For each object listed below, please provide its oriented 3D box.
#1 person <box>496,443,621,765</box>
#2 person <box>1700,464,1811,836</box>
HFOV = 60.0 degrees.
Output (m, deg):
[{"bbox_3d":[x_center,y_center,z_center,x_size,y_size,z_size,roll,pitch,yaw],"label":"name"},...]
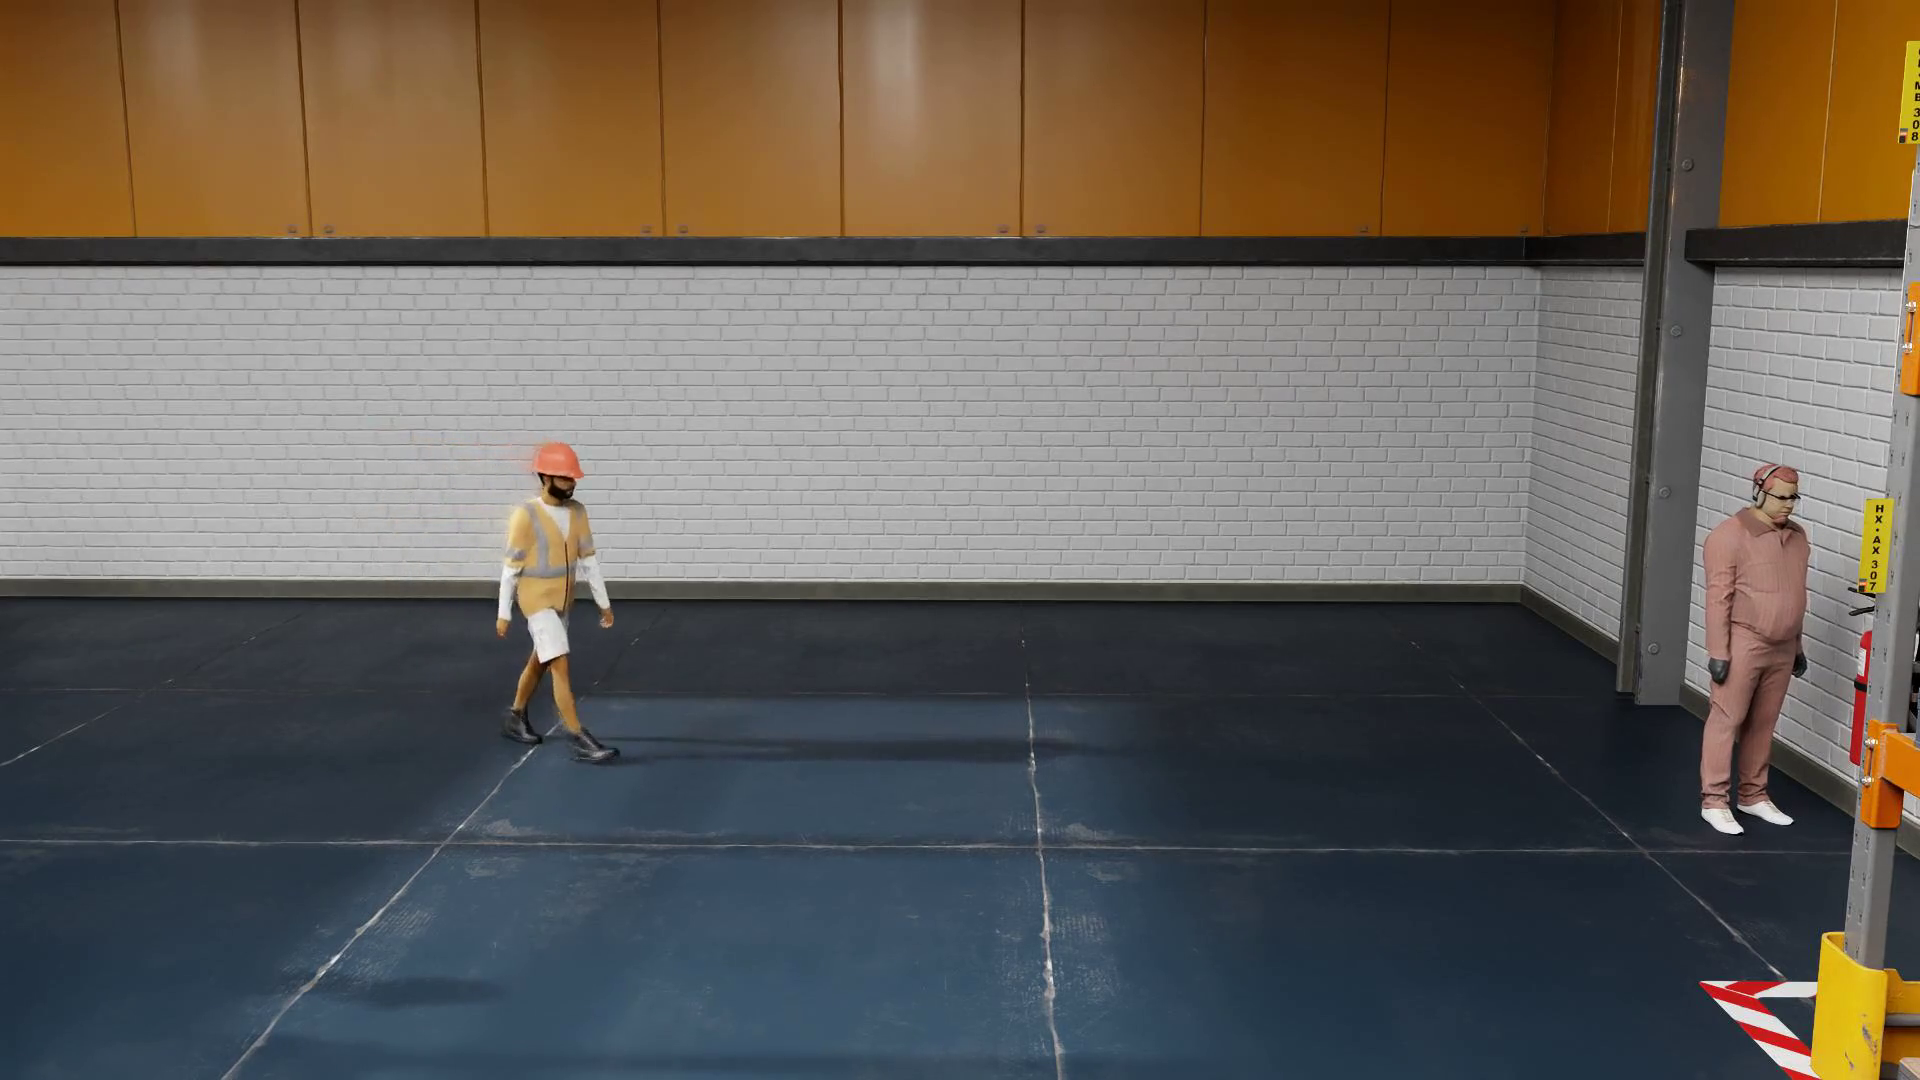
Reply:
[{"bbox_3d":[-2.424,0.357,9.853,1.010,1.879,0.567,5,11,28],"label":"person"},{"bbox_3d":[4.117,0.556,8.565,0.638,1.902,0.407,-4,10,-23],"label":"person"}]
